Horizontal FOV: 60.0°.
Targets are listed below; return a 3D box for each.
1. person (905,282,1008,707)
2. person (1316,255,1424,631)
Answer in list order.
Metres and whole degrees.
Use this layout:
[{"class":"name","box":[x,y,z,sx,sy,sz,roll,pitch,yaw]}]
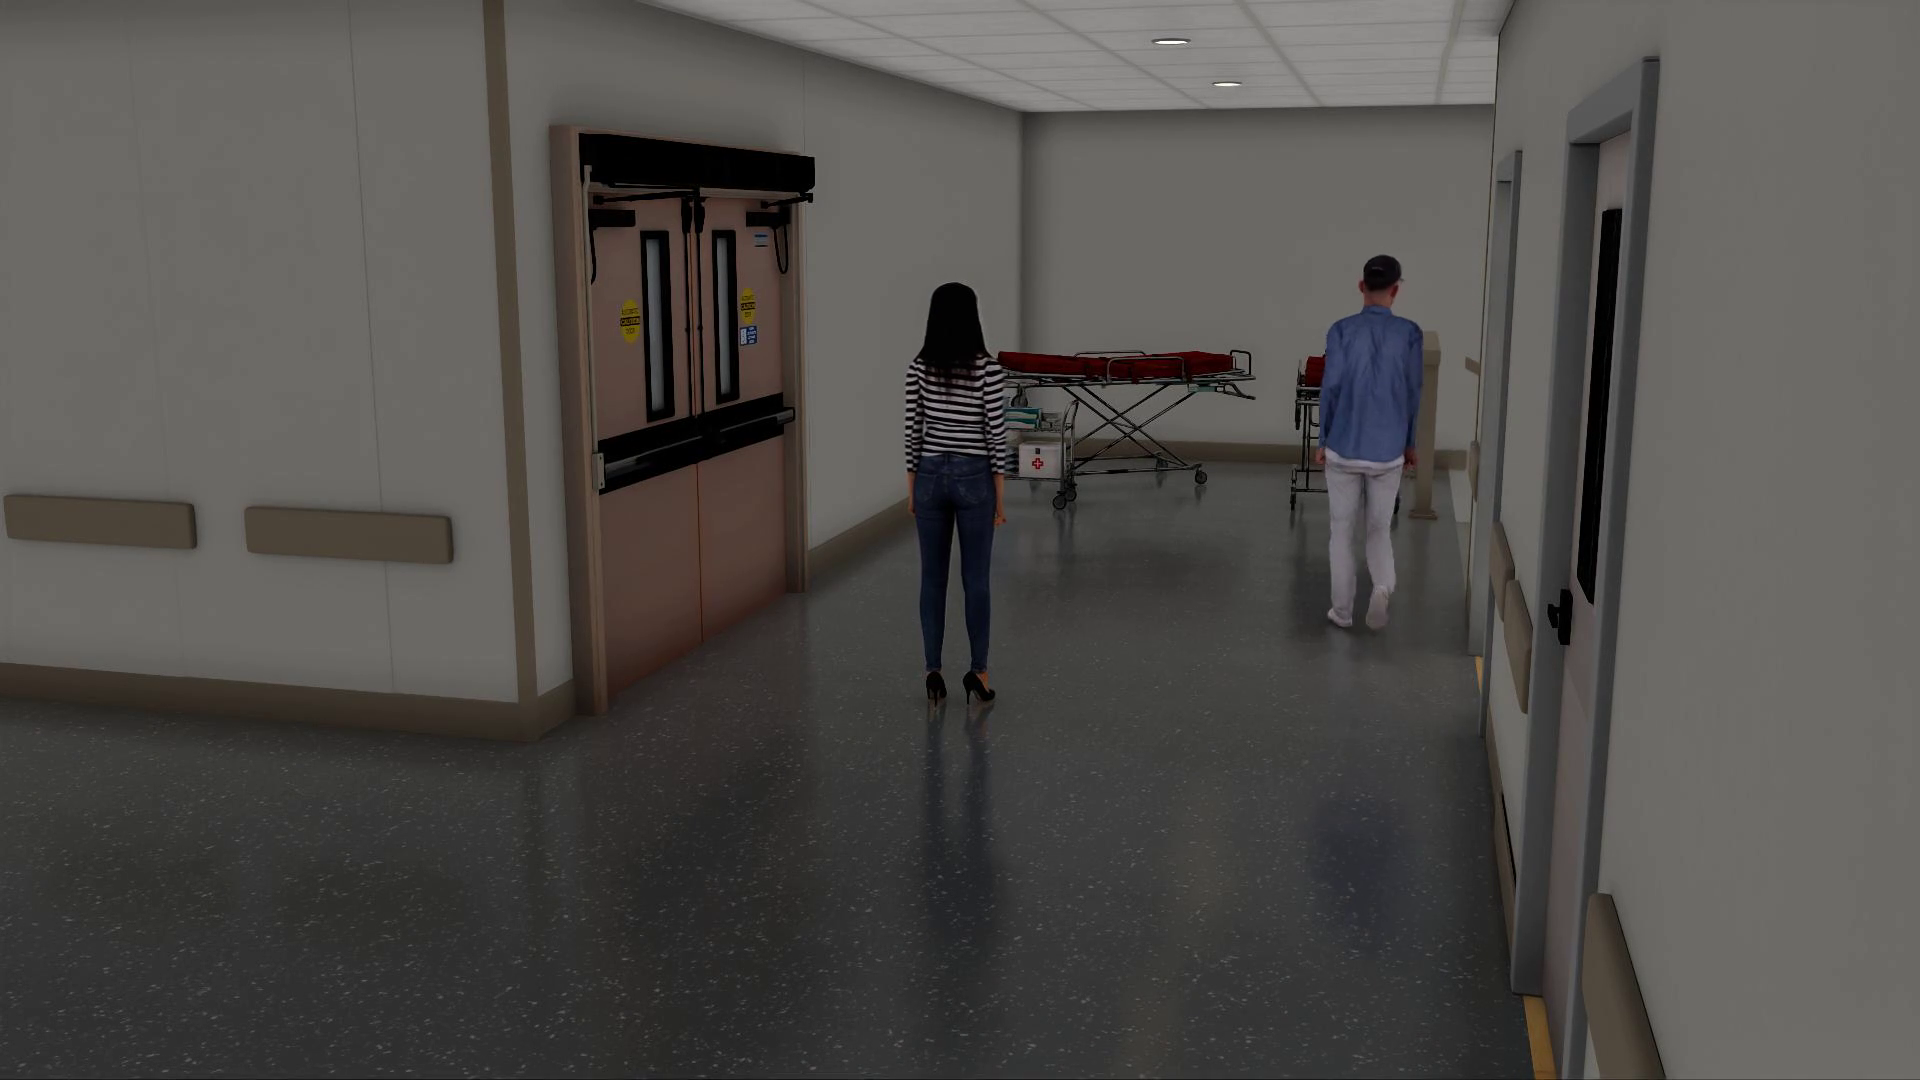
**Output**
[{"class":"person","box":[-0.023,-0.189,7.051,0.575,1.795,0.495,3,11,17]},{"class":"person","box":[2.015,-0.443,8.196,0.773,1.868,0.938,0,11,0]}]
